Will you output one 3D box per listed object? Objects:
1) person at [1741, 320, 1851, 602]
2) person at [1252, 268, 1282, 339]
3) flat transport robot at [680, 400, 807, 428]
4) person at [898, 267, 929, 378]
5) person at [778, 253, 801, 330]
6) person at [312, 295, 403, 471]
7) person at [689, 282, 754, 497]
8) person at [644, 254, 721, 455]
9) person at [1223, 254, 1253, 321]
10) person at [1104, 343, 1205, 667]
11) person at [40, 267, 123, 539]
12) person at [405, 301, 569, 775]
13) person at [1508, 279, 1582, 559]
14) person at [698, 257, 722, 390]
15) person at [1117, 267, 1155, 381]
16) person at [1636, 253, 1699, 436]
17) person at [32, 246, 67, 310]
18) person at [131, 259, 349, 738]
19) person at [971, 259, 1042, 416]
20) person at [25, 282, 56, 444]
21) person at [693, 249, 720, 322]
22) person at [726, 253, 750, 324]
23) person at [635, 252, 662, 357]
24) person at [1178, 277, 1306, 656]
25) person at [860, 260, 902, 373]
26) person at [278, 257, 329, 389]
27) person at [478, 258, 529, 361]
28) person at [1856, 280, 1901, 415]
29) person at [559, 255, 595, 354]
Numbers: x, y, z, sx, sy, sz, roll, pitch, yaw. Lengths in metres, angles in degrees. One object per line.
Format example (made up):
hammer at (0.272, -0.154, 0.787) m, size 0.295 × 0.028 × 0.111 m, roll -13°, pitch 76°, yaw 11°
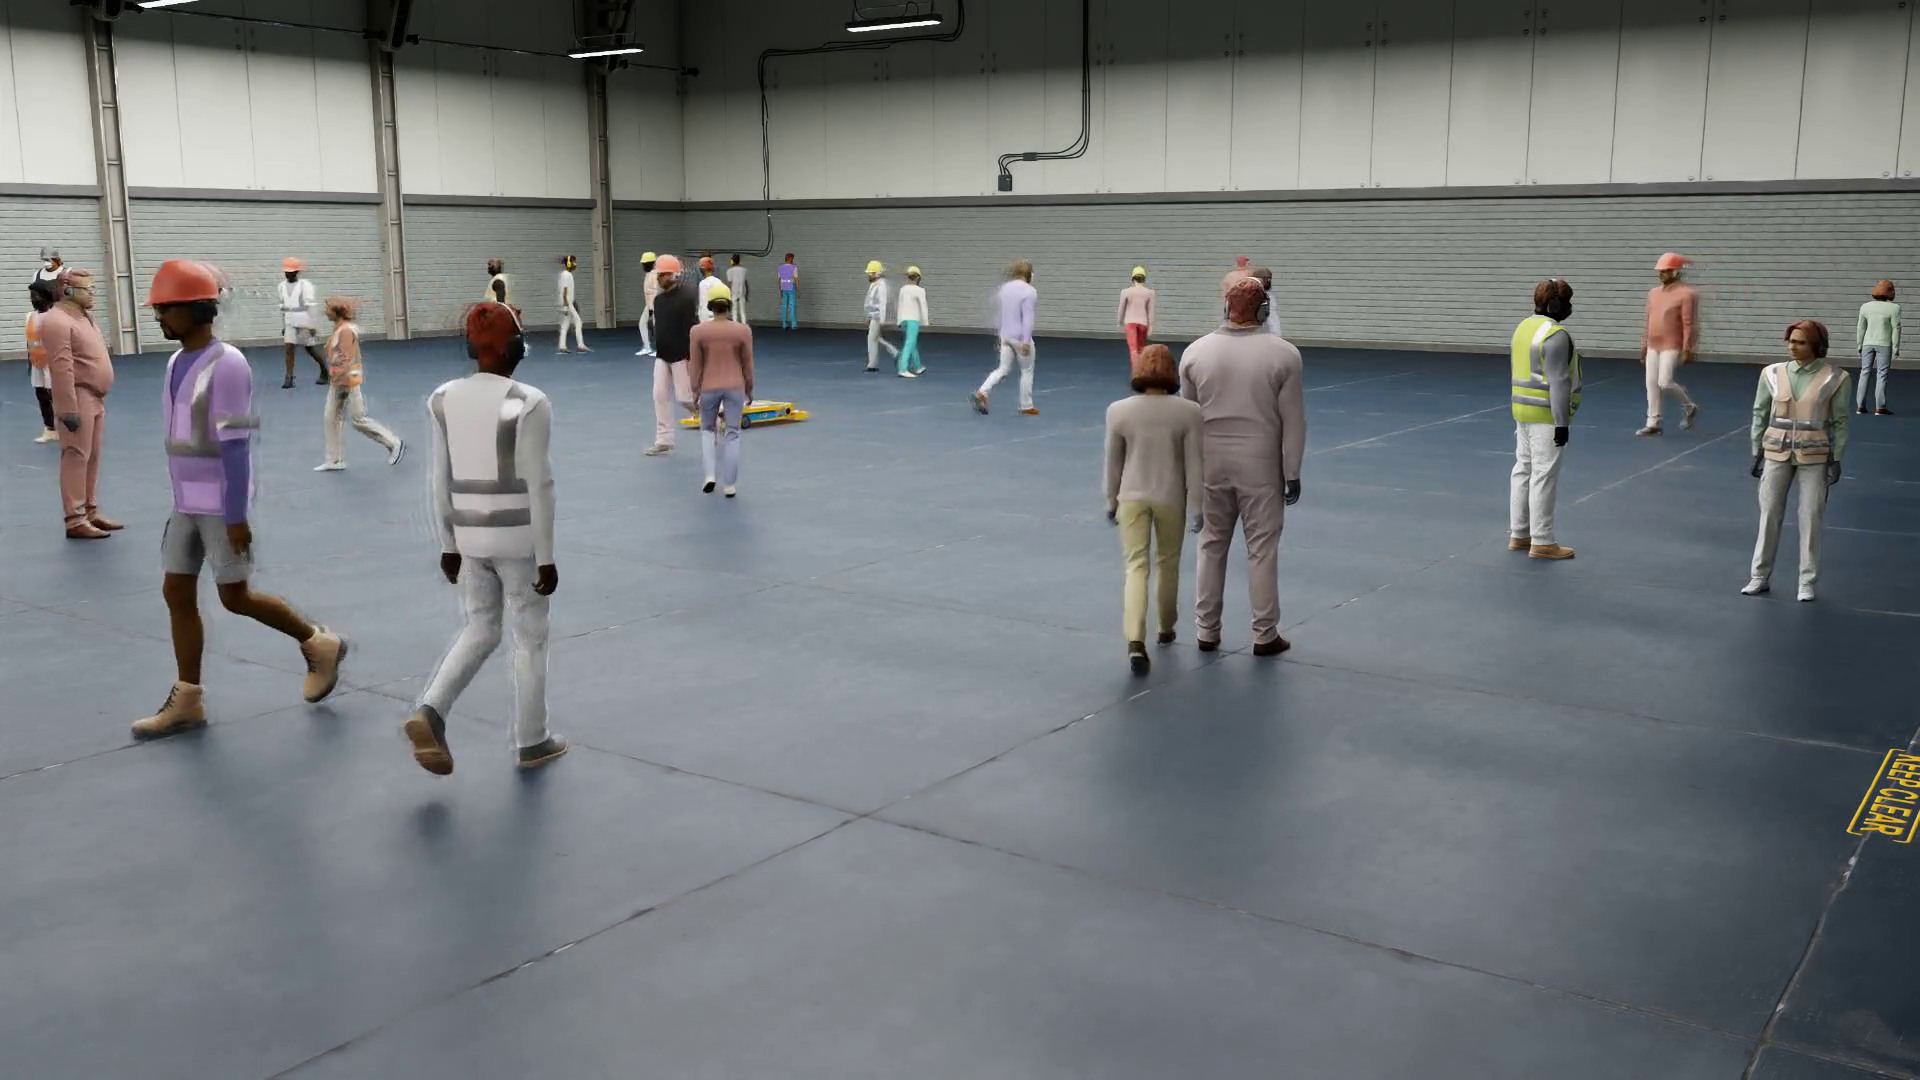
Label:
person at (4.886, -0.461, 9.708) m, size 0.515 × 1.636 × 0.315 m, roll 9°, pitch 13°, yaw 40°
person at (3.485, -2.294, 19.553) m, size 0.951 × 1.800 × 0.628 m, roll -3°, pitch 11°, yaw -16°
flat transport robot at (-2.473, -1.454, 19.089) m, size 0.652 × 0.197 × 1.431 m, roll 7°, pitch 13°, yaw 36°
person at (-0.708, -3.406, 26.006) m, size 0.818 × 1.706 × 0.582 m, roll -9°, pitch 13°, yaw -41°
person at (-4.111, -5.962, 39.950) m, size 0.563 × 1.837 × 0.389 m, roll 5°, pitch 11°, yaw 27°
person at (-5.555, -1.435, 15.227) m, size 0.717 × 1.610 × 0.510 m, roll -7°, pitch 13°, yaw -36°
person at (-1.951, -1.229, 13.663) m, size 0.523 × 1.755 × 0.441 m, roll -1°, pitch 10°, yaw -7°
person at (-2.772, -1.830, 16.443) m, size 0.622 × 1.968 × 0.802 m, roll 9°, pitch 13°, yaw 40°
person at (4.825, -3.941, 28.474) m, size 0.674 × 1.890 × 0.525 m, roll 5°, pitch 11°, yaw 27°
person at (0.959, -0.183, 8.287) m, size 0.508 × 1.589 × 0.864 m, roll 2°, pitch 10°, yaw 10°
person at (-6.216, -0.970, 11.803) m, size 0.403 × 1.906 × 0.651 m, roll -2°, pitch 10°, yaw -12°
person at (-1.818, 0.019, 6.400) m, size 0.576 × 1.865 × 0.688 m, roll 5°, pitch 11°, yaw 24°
person at (3.889, -0.803, 11.050) m, size 0.429 × 1.843 × 0.629 m, roll -1°, pitch 10°, yaw -7°
person at (-3.527, -3.052, 23.524) m, size 0.349 × 1.882 × 0.577 m, roll 3°, pitch 11°, yaw 16°
person at (2.664, -3.251, 25.092) m, size 0.534 × 1.725 × 0.896 m, roll -1°, pitch 10°, yaw -7°
person at (7.641, -2.098, 17.917) m, size 0.589 × 1.977 × 0.619 m, roll -4°, pitch 11°, yaw -20°
person at (-13.783, -3.449, 25.309) m, size 0.690 × 2.000 × 0.538 m, roll 0°, pitch 10°, yaw -1°
person at (-3.153, -0.193, 7.155) m, size 0.617 × 2.016 × 0.870 m, roll 9°, pitch 13°, yaw 40°
person at (0.577, -2.396, 19.839) m, size 0.878 × 1.903 × 0.649 m, roll -8°, pitch 13°, yaw -38°
person at (-9.468, -1.848, 17.352) m, size 0.540 × 1.683 × 0.493 m, roll 4°, pitch 11°, yaw 23°
person at (-5.911, -5.825, 38.902) m, size 0.636 × 1.939 × 0.364 m, roll 2°, pitch 10°, yaw 12°
person at (-4.918, -5.407, 36.810) m, size 0.544 × 1.852 × 0.449 m, roll -5°, pitch 11°, yaw -26°
person at (-5.722, -4.299, 30.430) m, size 0.683 × 1.903 × 0.623 m, roll -5°, pitch 11°, yaw -25°
person at (1.433, -0.370, 8.438) m, size 0.644 × 1.907 × 0.400 m, roll 5°, pitch 11°, yaw 25°
person at (-1.265, -3.575, 26.670) m, size 0.654 × 1.804 × 0.600 m, roll -2°, pitch 10°, yaw -10°
person at (-9.559, -3.157, 24.131) m, size 0.592 × 1.891 × 0.941 m, roll 2°, pitch 10°, yaw 11°
person at (-8.039, -4.026, 29.177) m, size 0.804 × 1.816 × 0.627 m, roll -2°, pitch 10°, yaw -11°
person at (11.163, -2.336, 20.215) m, size 0.272 × 1.631 × 0.507 m, roll -7°, pitch 12°, yaw -33°
person at (-7.217, -4.414, 31.259) m, size 0.794 × 1.842 × 0.564 m, roll -2°, pitch 10°, yaw -11°
